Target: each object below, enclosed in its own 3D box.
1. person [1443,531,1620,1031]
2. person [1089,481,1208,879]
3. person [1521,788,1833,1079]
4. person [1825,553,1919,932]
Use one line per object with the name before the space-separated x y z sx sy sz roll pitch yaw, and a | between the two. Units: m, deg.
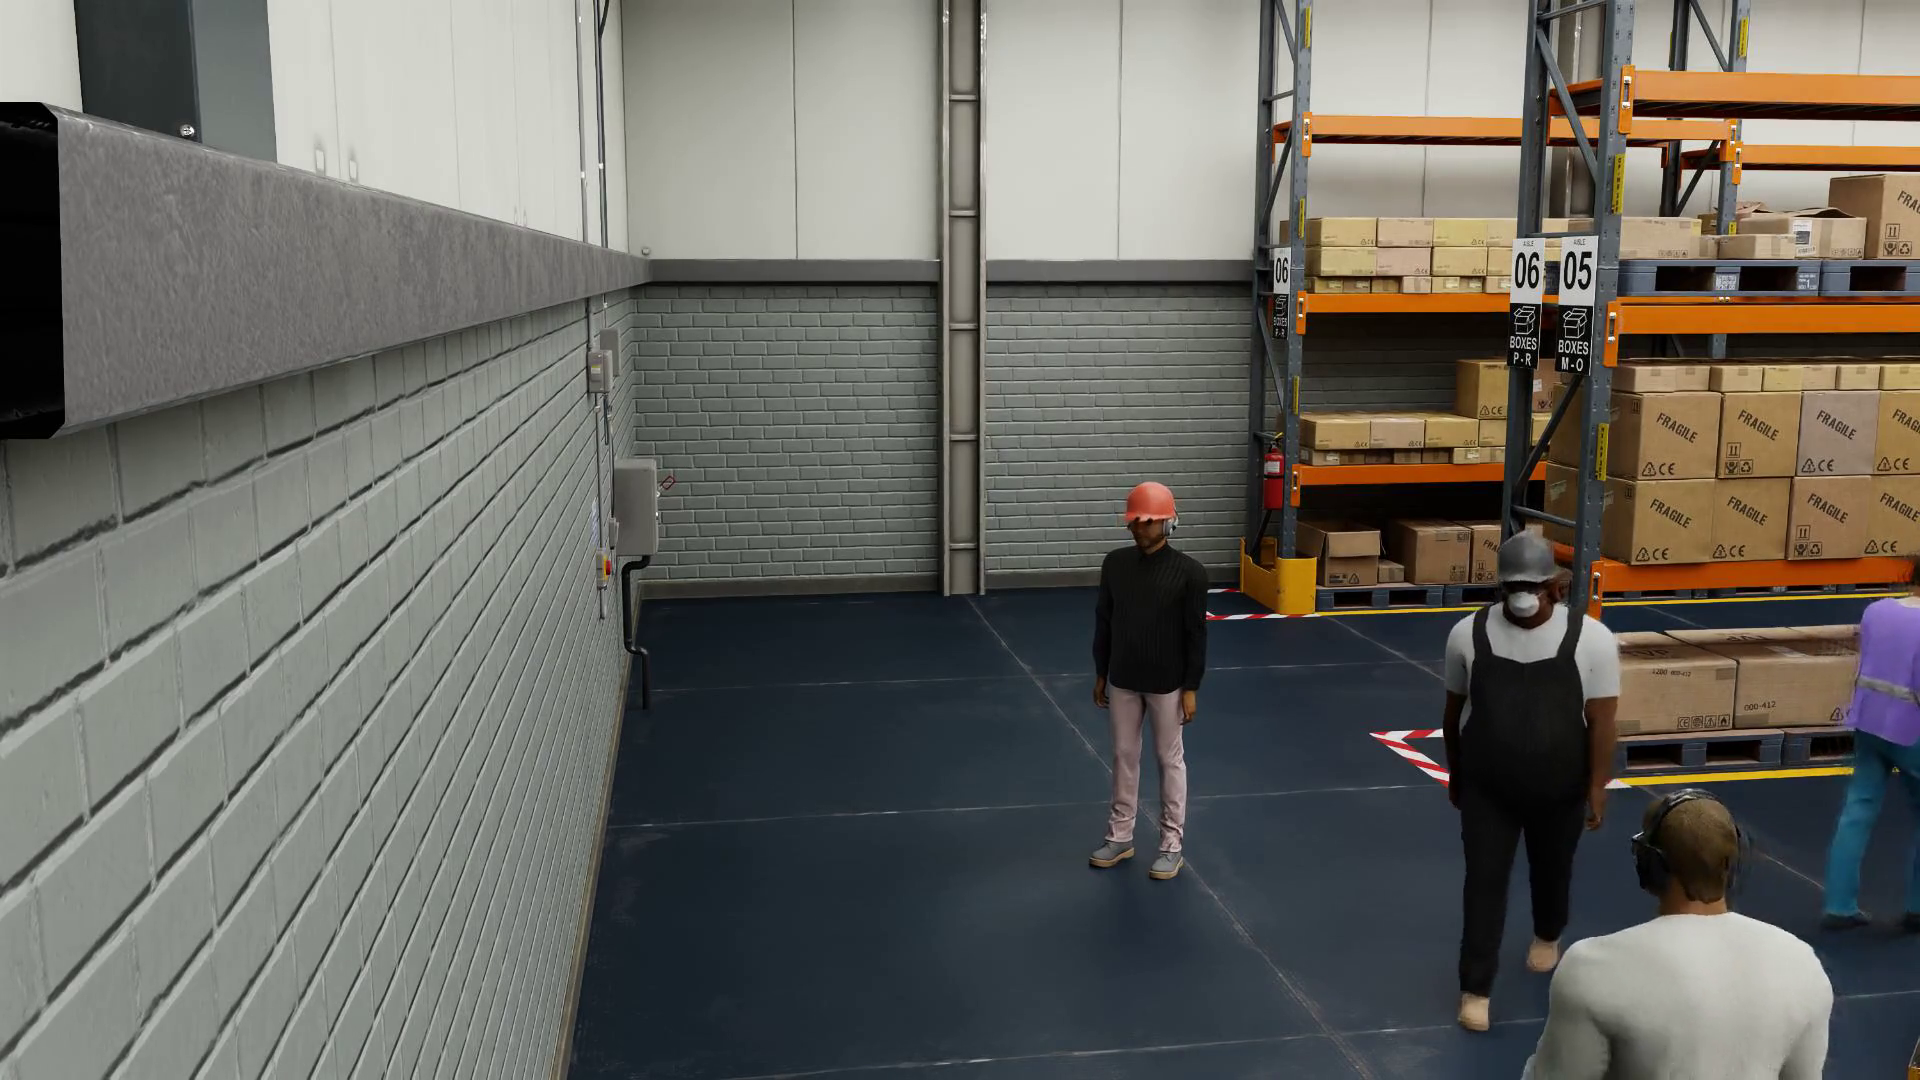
person | 2.351 0.907 6.899 0.692 2.000 0.957 4 10 21
person | 0.938 0.693 8.359 0.612 1.996 0.376 6 11 32
person | 1.596 1.485 3.811 0.648 1.884 1.028 -2 9 -11
person | 4.327 0.911 7.584 0.726 1.806 0.631 -4 10 -23
